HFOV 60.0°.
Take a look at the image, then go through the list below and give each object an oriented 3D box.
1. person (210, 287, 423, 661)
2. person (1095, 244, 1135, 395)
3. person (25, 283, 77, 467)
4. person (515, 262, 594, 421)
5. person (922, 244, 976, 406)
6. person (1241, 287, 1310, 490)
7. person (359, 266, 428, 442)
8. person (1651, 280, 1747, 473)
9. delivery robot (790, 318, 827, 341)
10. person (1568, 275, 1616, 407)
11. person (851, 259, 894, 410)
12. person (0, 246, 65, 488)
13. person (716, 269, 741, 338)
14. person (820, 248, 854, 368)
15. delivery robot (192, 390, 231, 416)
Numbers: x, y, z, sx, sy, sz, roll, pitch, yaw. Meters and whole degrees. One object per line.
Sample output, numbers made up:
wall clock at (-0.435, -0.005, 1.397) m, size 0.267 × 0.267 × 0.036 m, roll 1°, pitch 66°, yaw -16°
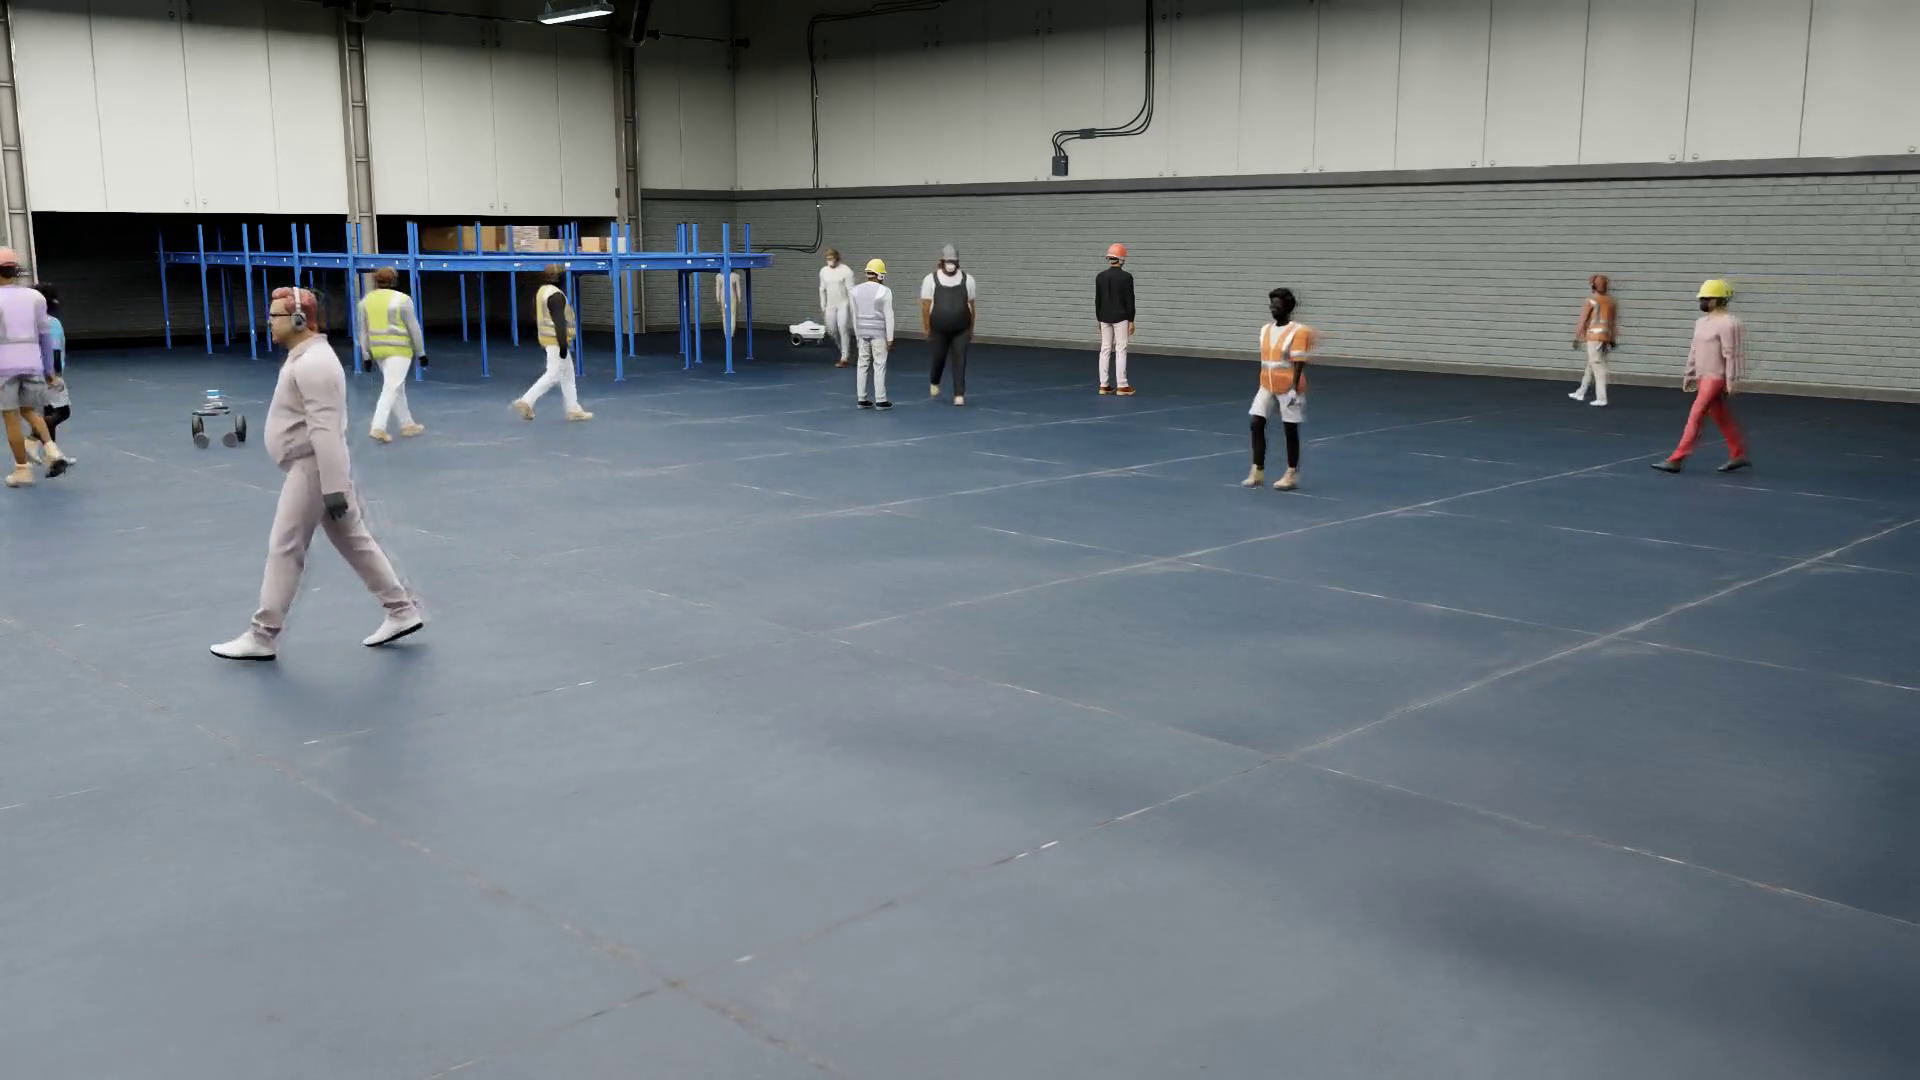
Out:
person at (-3.245, -0.337, 8.378) m, size 1.008 × 1.864 × 0.667 m, roll -4°, pitch 11°, yaw -19°
person at (2.080, -2.941, 22.182) m, size 0.613 × 1.997 × 0.374 m, roll 9°, pitch 14°, yaw 39°
person at (-8.312, -1.475, 15.033) m, size 0.545 × 1.681 × 0.475 m, roll 8°, pitch 13°, yaw 37°
person at (-4.647, -2.249, 18.922) m, size 0.848 × 1.814 × 0.635 m, roll -5°, pitch 11°, yaw -24°
person at (-0.141, -2.723, 20.991) m, size 0.682 × 2.000 × 0.768 m, roll -1°, pitch 10°, yaw -7°
person at (2.610, -1.239, 13.770) m, size 0.641 × 1.676 × 0.541 m, roll -9°, pitch 14°, yaw -41°
person at (-5.909, -1.935, 17.268) m, size 0.626 × 1.799 × 0.969 m, roll 5°, pitch 11°, yaw 24°
person at (6.677, -1.451, 14.820) m, size 0.930 × 1.721 × 0.538 m, roll -1°, pitch 10°, yaw -4°
delivery robot at (-2.891, -4.001, 31.762) m, size 0.707 × 0.478 × 0.477 m, roll -1°, pitch 10°, yaw -3°
person at (7.850, -2.490, 20.759) m, size 0.545 × 1.602 × 0.782 m, roll -6°, pitch 12°, yaw -29°
person at (-1.041, -2.507, 20.294) m, size 0.588 × 1.824 × 0.403 m, roll 6°, pitch 12°, yaw 30°
person at (-7.969, -1.457, 14.021) m, size 0.492 × 2.025 × 0.616 m, roll 6°, pitch 12°, yaw 29°
person at (-4.768, -4.959, 34.248) m, size 0.509 × 1.615 × 0.632 m, roll -1°, pitch 10°, yaw -7°
person at (-1.931, -3.757, 26.872) m, size 0.696 × 1.911 × 0.573 m, roll 5°, pitch 12°, yaw 25°
delivery robot at (-7.602, -1.409, 16.920) m, size 0.335 × 0.223 × 0.698 m, roll -3°, pitch 11°, yaw -14°
